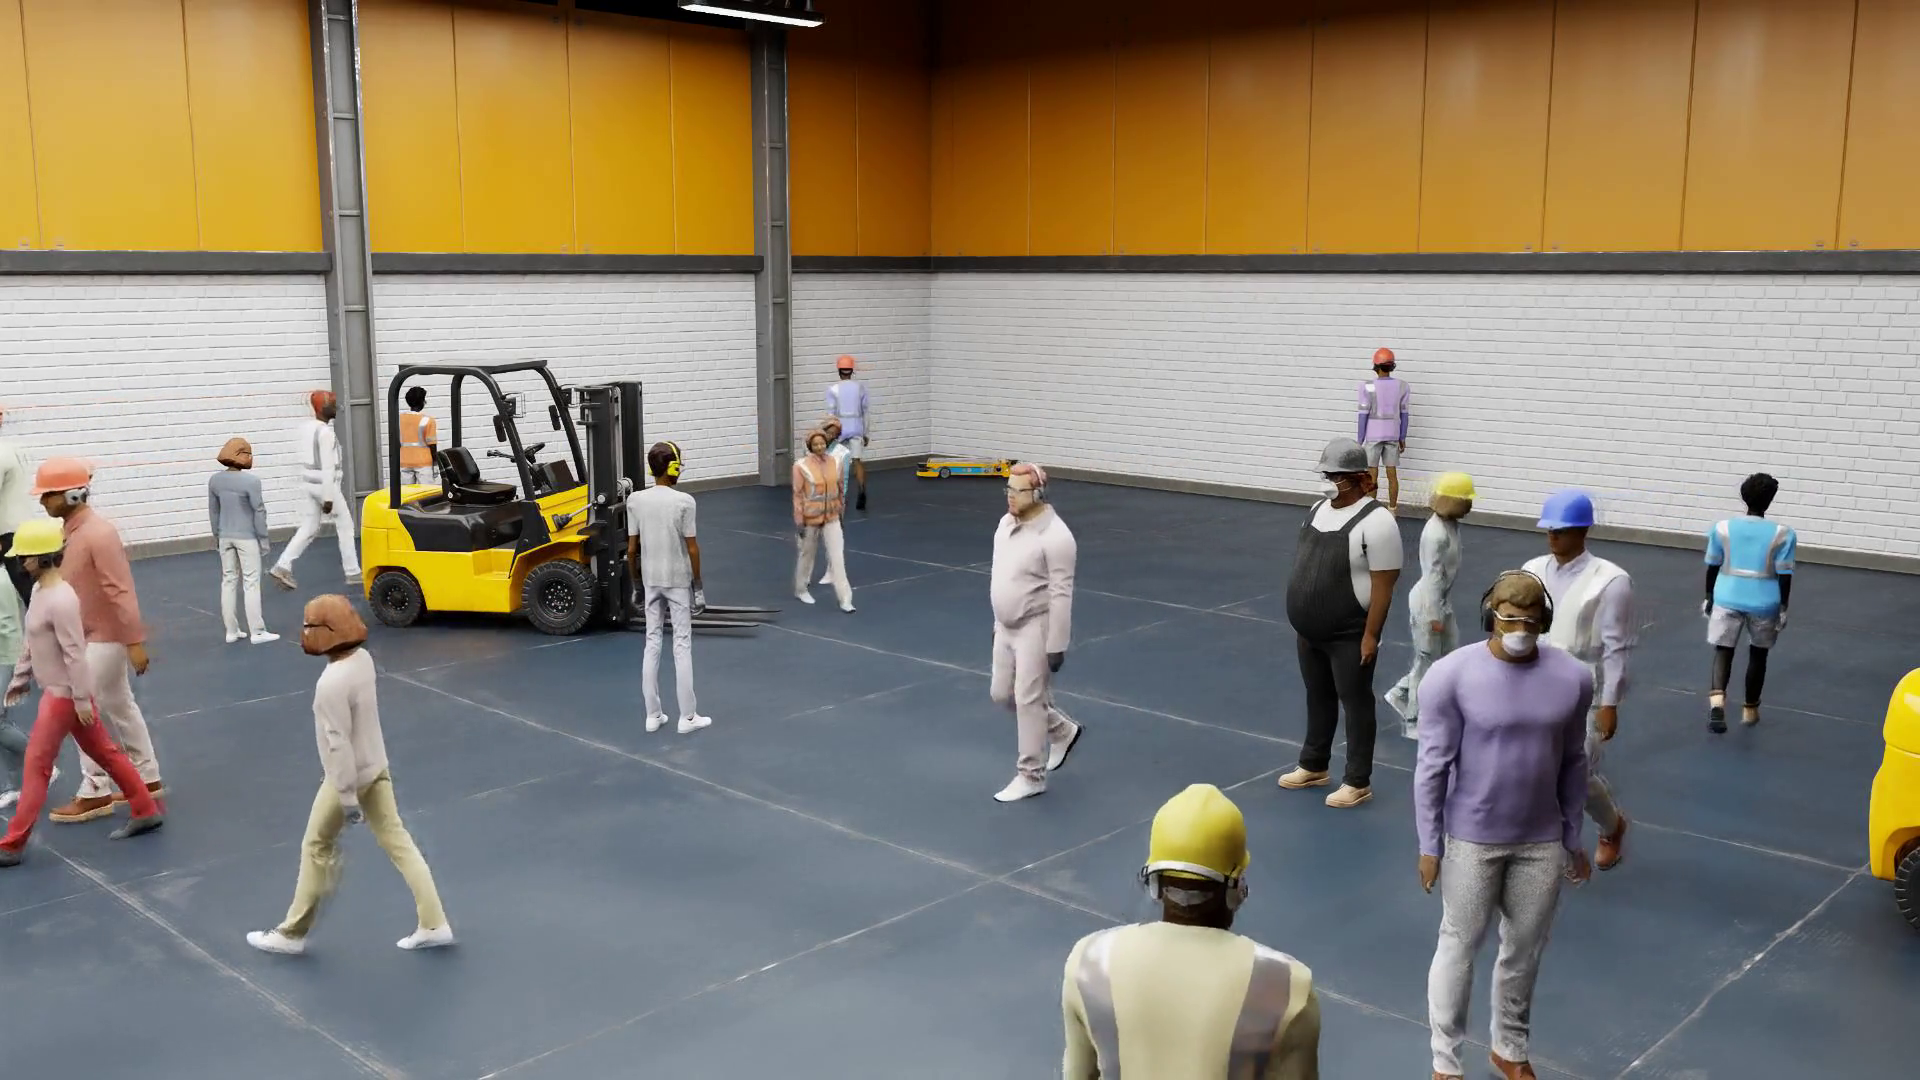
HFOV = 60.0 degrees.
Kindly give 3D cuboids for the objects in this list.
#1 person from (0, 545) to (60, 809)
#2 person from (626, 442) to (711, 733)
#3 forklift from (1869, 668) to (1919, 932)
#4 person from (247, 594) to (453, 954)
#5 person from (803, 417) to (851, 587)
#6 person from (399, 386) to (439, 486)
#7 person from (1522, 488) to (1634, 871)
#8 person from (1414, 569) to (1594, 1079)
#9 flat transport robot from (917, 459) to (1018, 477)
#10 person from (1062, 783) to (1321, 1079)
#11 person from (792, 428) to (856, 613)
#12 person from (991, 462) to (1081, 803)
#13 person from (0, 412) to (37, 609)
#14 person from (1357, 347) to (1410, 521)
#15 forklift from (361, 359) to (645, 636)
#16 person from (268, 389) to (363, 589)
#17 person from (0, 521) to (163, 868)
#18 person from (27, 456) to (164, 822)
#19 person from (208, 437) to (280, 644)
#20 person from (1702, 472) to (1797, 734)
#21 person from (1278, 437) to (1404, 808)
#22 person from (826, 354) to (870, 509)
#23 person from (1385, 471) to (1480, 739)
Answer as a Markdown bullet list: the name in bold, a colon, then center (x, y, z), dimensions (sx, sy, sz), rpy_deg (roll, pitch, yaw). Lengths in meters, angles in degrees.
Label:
- **person**: center (-5.215, 0.688, 8.993), dimensions (0.545, 1.611, 0.356), rpy_deg (7, 12, 36)
- **person**: center (-1.862, 0.303, 10.602), dimensions (0.519, 1.865, 0.326), rpy_deg (3, 10, 16)
- **forklift**: center (5.205, 0.723, 7.013), dimensions (2.313, 2.155, 1.214), rpy_deg (9, 13, 43)
- **person**: center (-2.618, 1.010, 7.116), dimensions (0.877, 1.586, 0.494), rpy_deg (1, 9, 5)
- **person**: center (-1.274, -0.341, 15.347), dimensions (0.575, 1.591, 0.678), rpy_deg (4, 10, 21)
- **person**: center (-5.856, -0.810, 17.955), dimensions (0.535, 1.691, 0.318), rpy_deg (3, 10, 16)
- **person**: center (2.896, 0.706, 7.902), dimensions (0.584, 1.936, 0.627), rpy_deg (-6, 11, -34)
- **person**: center (1.897, 1.049, 5.817), dimensions (0.664, 1.938, 0.416), rpy_deg (-1, 9, -8)
- **flat transport robot**: center (0.111, -1.037, 23.683), dimensions (1.431, 0.197, 0.652), rpy_deg (0, 9, 1)
- **person**: center (0.520, 1.442, 3.739), dimensions (0.616, 1.815, 0.422), rpy_deg (4, 10, 24)
- **person**: center (-1.210, -0.180, 14.404), dimensions (0.520, 1.585, 0.875), rpy_deg (-6, 11, -31)
- **person**: center (0.435, 0.497, 9.304), dimensions (0.580, 1.894, 0.655), rpy_deg (-5, 11, -30)
- **person**: center (-7.422, -0.069, 12.646), dimensions (0.922, 1.944, 0.605), rpy_deg (-5, 11, -28)
- **person**: center (4.879, -1.201, 19.258), dimensions (0.607, 2.048, 0.370), rpy_deg (-1, 9, -7)
- **forklift**: center (-3.850, -0.407, 13.936), dimensions (2.313, 2.155, 1.214), rpy_deg (2, 9, 11)
- **person**: center (-5.948, -0.466, 15.359), dimensions (0.575, 1.853, 0.907), rpy_deg (9, 13, 44)
- **person**: center (-4.510, 0.748, 8.328), dimensions (0.931, 1.720, 0.538), rpy_deg (-6, 11, -34)
- **person**: center (-4.695, 0.528, 8.922), dimensions (0.779, 1.959, 0.693), rpy_deg (-9, 13, -43)
- **person**: center (-5.674, 0.005, 13.126), dimensions (0.500, 1.633, 0.289), rpy_deg (3, 10, 18)
- **person**: center (4.984, 0.405, 10.547), dimensions (0.534, 1.669, 0.739), rpy_deg (6, 11, 32)
- **person**: center (2.065, 0.443, 9.198), dimensions (0.538, 2.000, 0.684), rpy_deg (-5, 11, -29)
- **person**: center (-1.367, -1.339, 20.547), dimensions (0.559, 1.914, 0.880), rpy_deg (-3, 10, -16)
- **person**: center (2.962, 0.413, 10.371), dimensions (0.483, 1.723, 0.496), rpy_deg (5, 11, 30)
